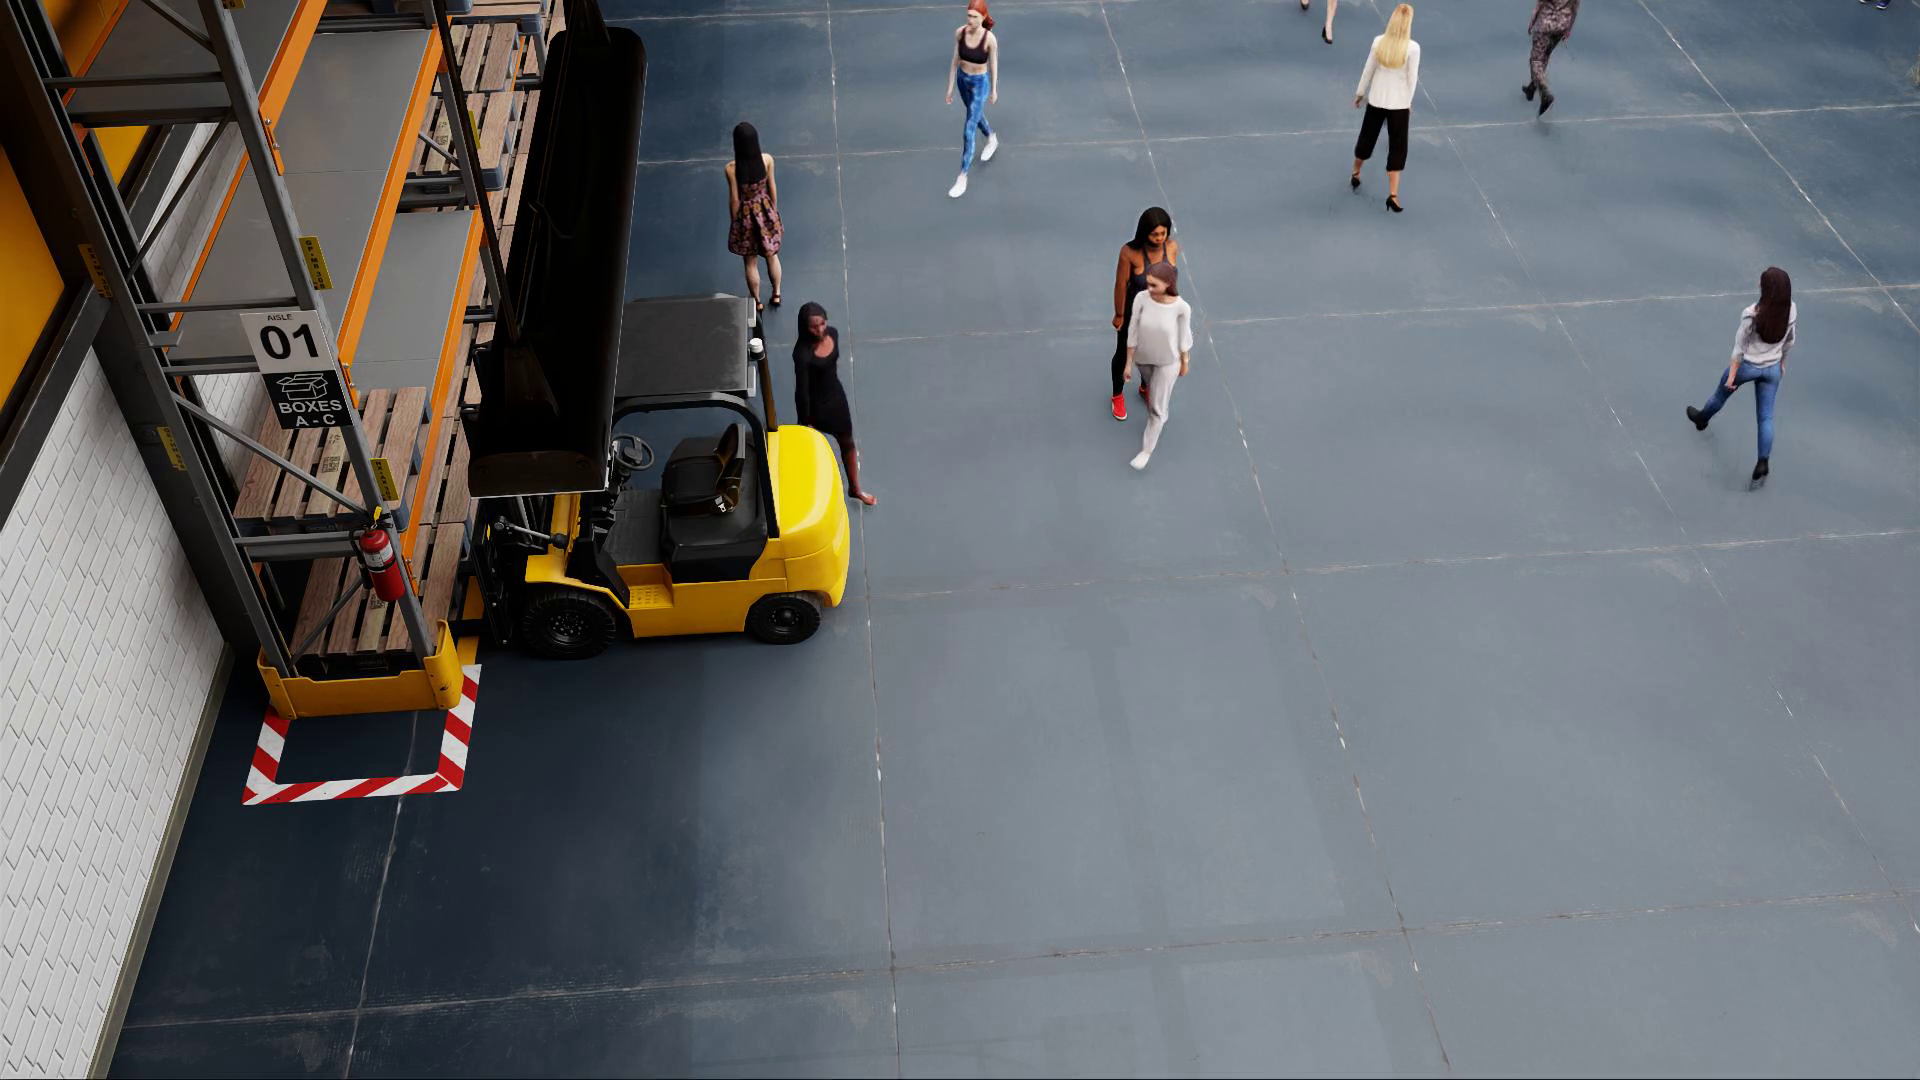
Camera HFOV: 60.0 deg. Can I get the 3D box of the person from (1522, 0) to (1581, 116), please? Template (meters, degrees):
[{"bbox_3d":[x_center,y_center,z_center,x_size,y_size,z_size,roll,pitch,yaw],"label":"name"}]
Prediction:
[{"bbox_3d":[5.728,-4.925,16.066,0.591,1.695,0.992,-1,44,-1],"label":"person"}]

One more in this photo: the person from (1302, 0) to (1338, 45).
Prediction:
[{"bbox_3d":[3.803,-6.155,17.356,0.582,1.695,1.192,-5,44,-5],"label":"person"}]

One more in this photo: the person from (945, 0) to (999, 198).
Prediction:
[{"bbox_3d":[0.158,-4.111,15.181,1.073,1.737,1.254,23,48,22],"label":"person"}]

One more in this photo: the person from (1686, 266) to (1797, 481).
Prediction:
[{"bbox_3d":[5.888,-1.185,12.229,0.671,1.572,1.096,-2,44,-2],"label":"person"}]

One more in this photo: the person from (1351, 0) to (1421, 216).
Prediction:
[{"bbox_3d":[3.791,-3.879,14.862,0.994,1.840,1.031,26,49,25],"label":"person"}]

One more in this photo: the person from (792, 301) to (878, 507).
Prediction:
[{"bbox_3d":[-1.086,-1.005,11.961,1.188,1.681,1.192,24,49,24],"label":"person"}]

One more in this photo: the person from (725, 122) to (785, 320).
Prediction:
[{"bbox_3d":[-1.681,-2.606,13.574,0.776,1.774,0.804,-21,47,-21],"label":"person"}]

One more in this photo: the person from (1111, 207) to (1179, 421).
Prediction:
[{"bbox_3d":[1.411,-1.752,12.648,0.754,1.815,0.725,-16,46,-16],"label":"person"}]

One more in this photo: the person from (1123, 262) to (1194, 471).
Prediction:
[{"bbox_3d":[1.493,-1.404,12.409,0.968,1.641,1.155,18,47,18],"label":"person"}]
